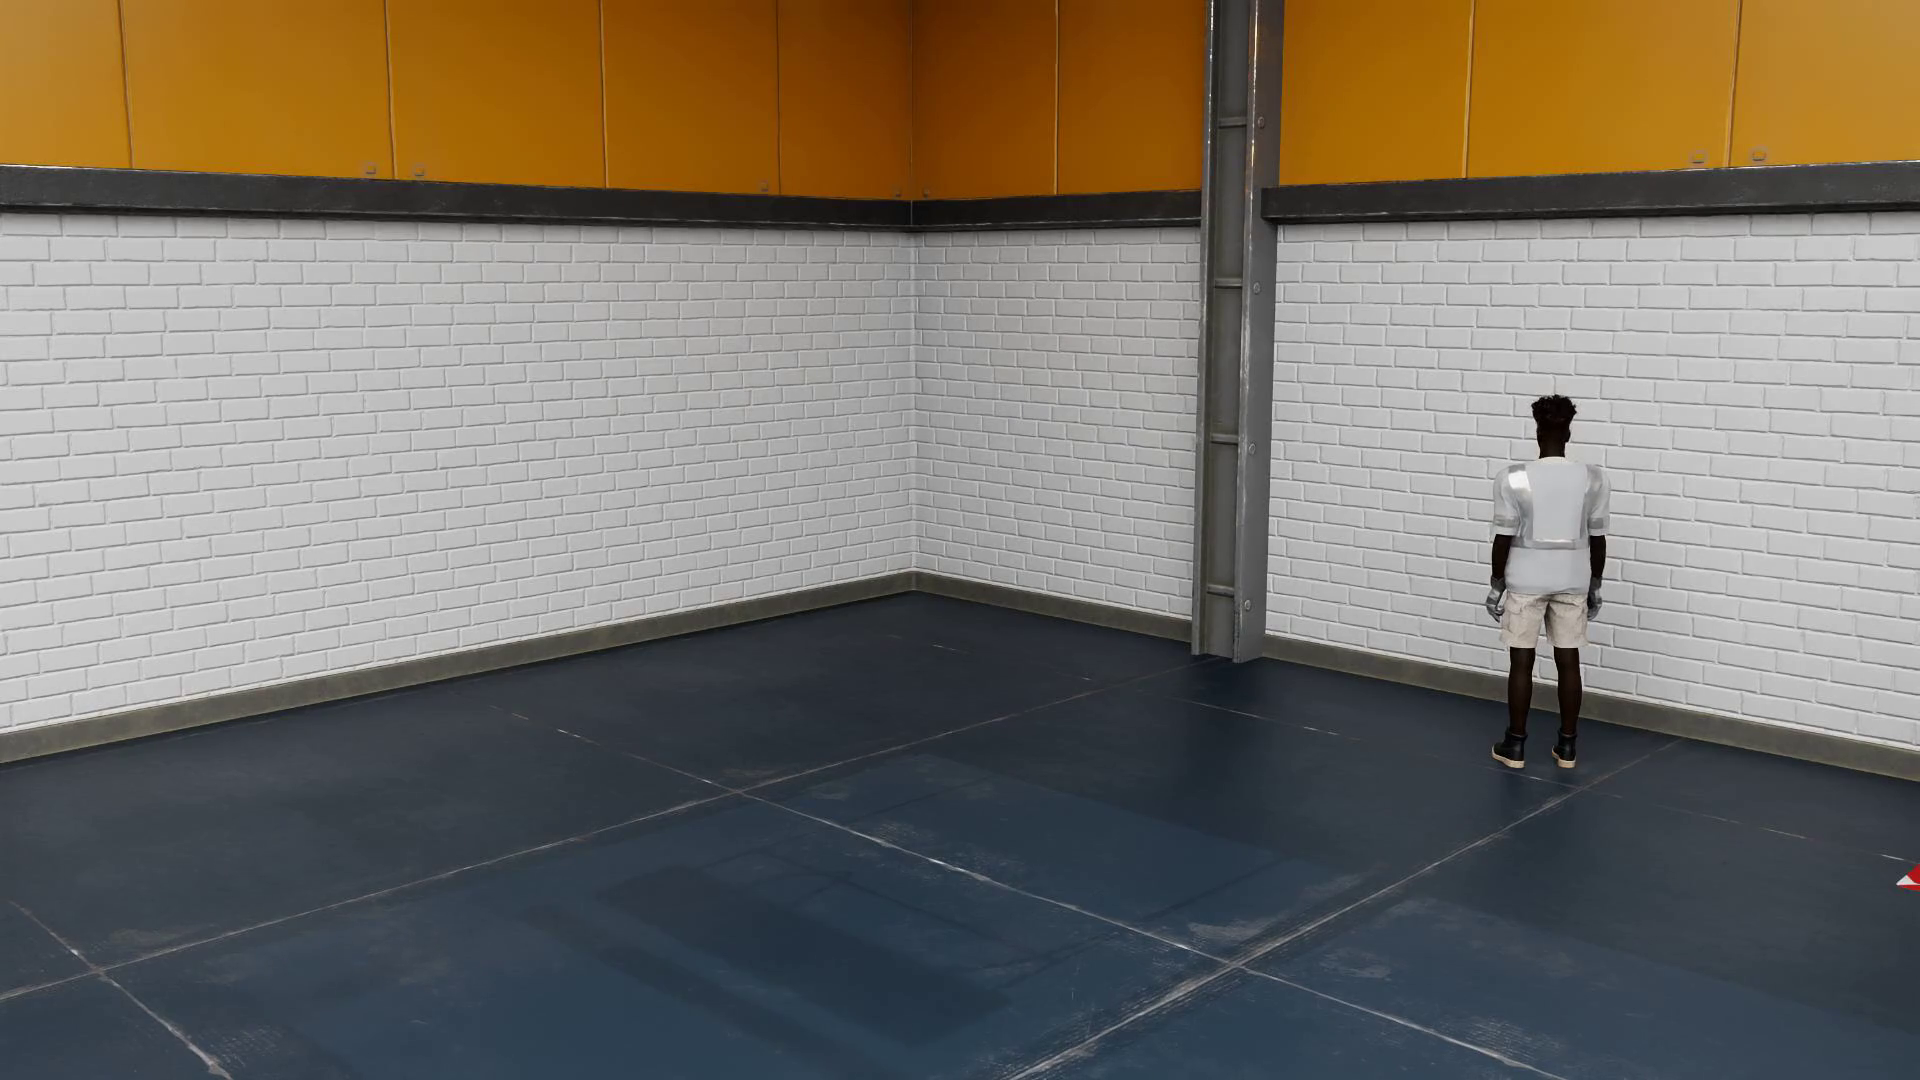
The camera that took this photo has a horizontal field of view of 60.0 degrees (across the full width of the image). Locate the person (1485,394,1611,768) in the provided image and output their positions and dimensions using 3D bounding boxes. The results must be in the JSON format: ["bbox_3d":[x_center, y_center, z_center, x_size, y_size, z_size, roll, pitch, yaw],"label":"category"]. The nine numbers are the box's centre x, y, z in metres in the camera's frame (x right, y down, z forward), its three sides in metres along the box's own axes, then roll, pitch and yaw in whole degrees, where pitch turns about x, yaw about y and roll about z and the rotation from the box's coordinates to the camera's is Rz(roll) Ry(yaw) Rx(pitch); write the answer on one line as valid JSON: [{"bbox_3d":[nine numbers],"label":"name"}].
[{"bbox_3d":[3.058,0.222,8.683,0.610,1.964,0.364,0,9,3],"label":"person"}]
